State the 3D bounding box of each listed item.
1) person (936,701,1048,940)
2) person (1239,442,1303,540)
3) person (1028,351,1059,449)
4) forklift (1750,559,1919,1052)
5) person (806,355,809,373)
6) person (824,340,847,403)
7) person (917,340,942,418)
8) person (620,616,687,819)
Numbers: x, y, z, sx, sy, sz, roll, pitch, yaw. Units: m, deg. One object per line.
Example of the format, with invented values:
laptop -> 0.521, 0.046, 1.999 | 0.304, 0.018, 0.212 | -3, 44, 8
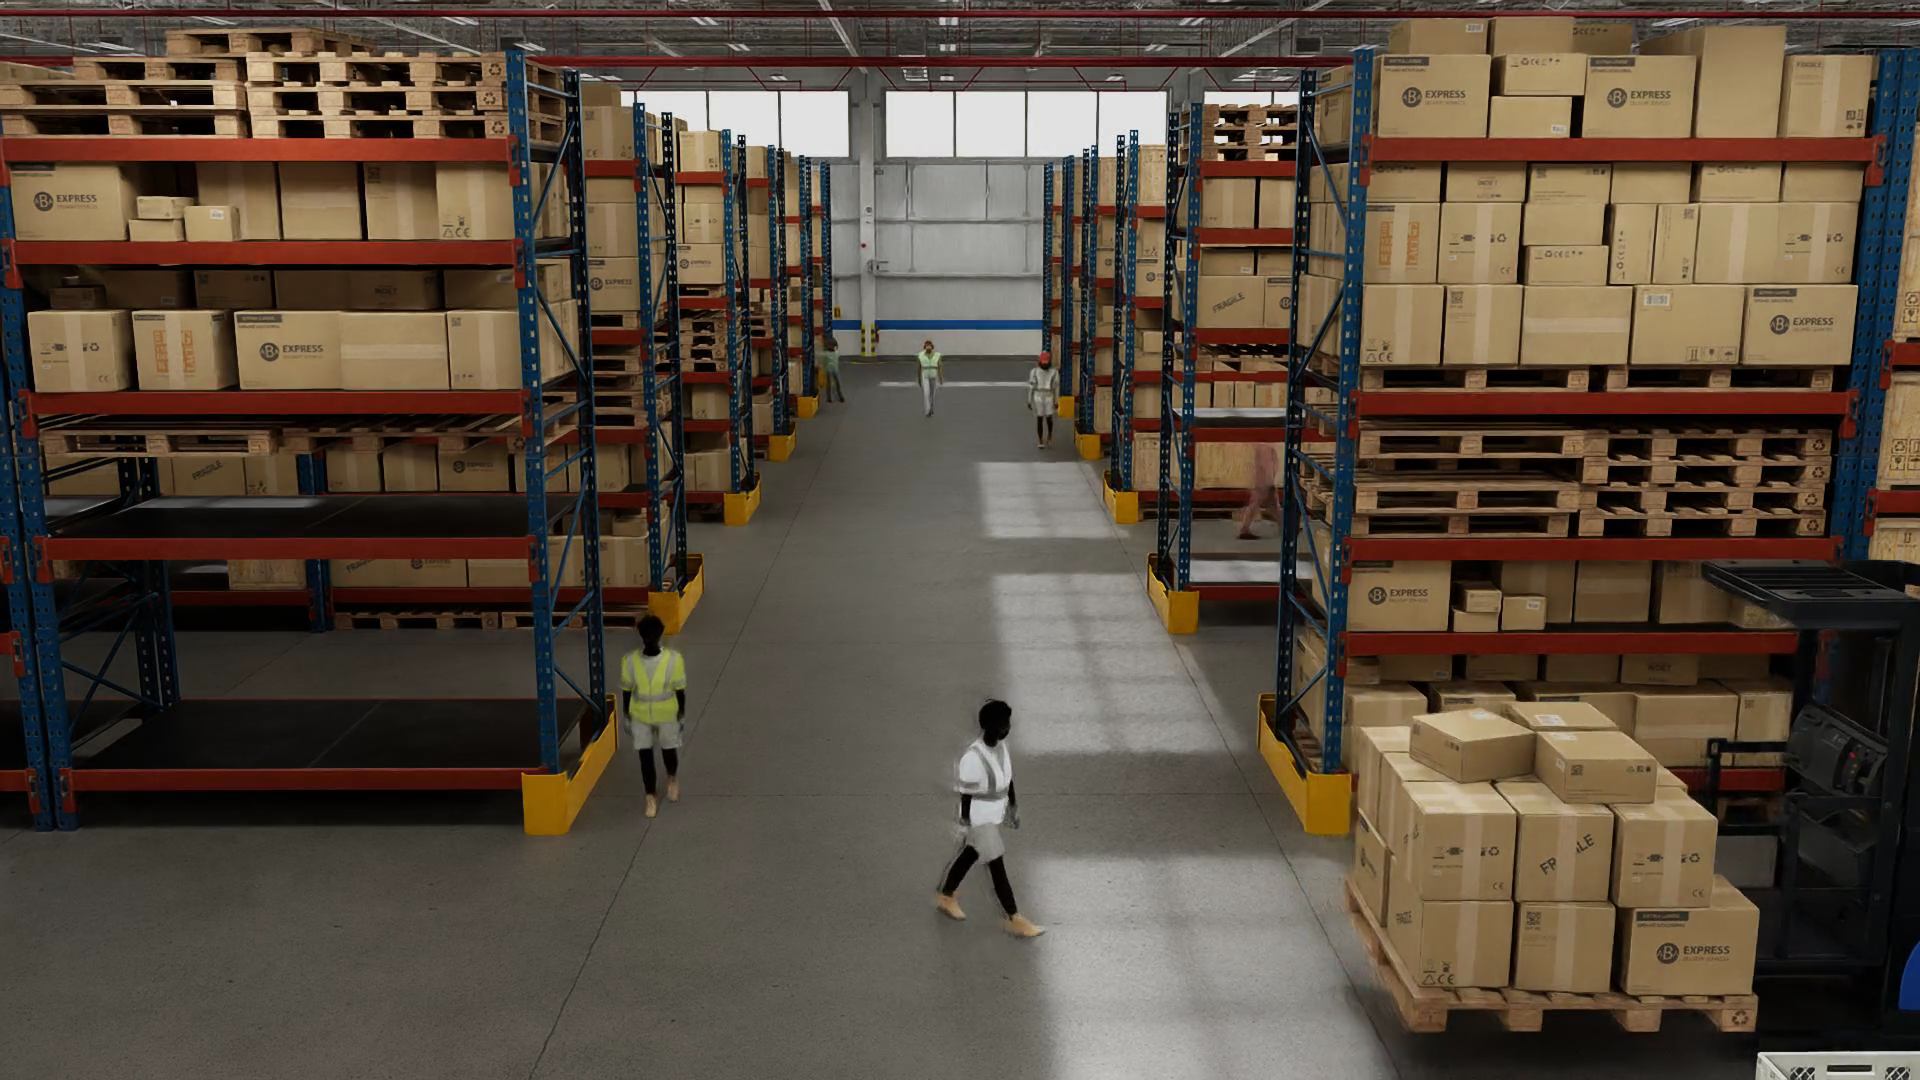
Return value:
person -> 0.194, 1.890, 11.409 | 0.912, 1.635, 0.537 | 6, 13, 27
person -> 4.637, -0.907, 24.713 | 0.981, 1.859, 0.675 | 2, 12, 10
person -> 1.704, -2.843, 33.944 | 0.635, 2.019, 0.662 | 1, 11, 6
forklift -> 5.590, 1.560, 9.970 | 1.873, 2.768, 1.129 | 0, 11, -1
person -> -4.009, -4.340, 41.604 | 0.590, 1.918, 0.391 | 4, 12, 17
person -> -3.153, -4.213, 41.760 | 0.501, 1.587, 0.840 | -8, 14, -33
person -> -0.728, -3.836, 39.386 | 0.565, 1.810, 0.936 | -2, 12, -10
person -> -2.497, 1.431, 13.570 | 0.537, 1.687, 0.390 | 0, 11, -2
